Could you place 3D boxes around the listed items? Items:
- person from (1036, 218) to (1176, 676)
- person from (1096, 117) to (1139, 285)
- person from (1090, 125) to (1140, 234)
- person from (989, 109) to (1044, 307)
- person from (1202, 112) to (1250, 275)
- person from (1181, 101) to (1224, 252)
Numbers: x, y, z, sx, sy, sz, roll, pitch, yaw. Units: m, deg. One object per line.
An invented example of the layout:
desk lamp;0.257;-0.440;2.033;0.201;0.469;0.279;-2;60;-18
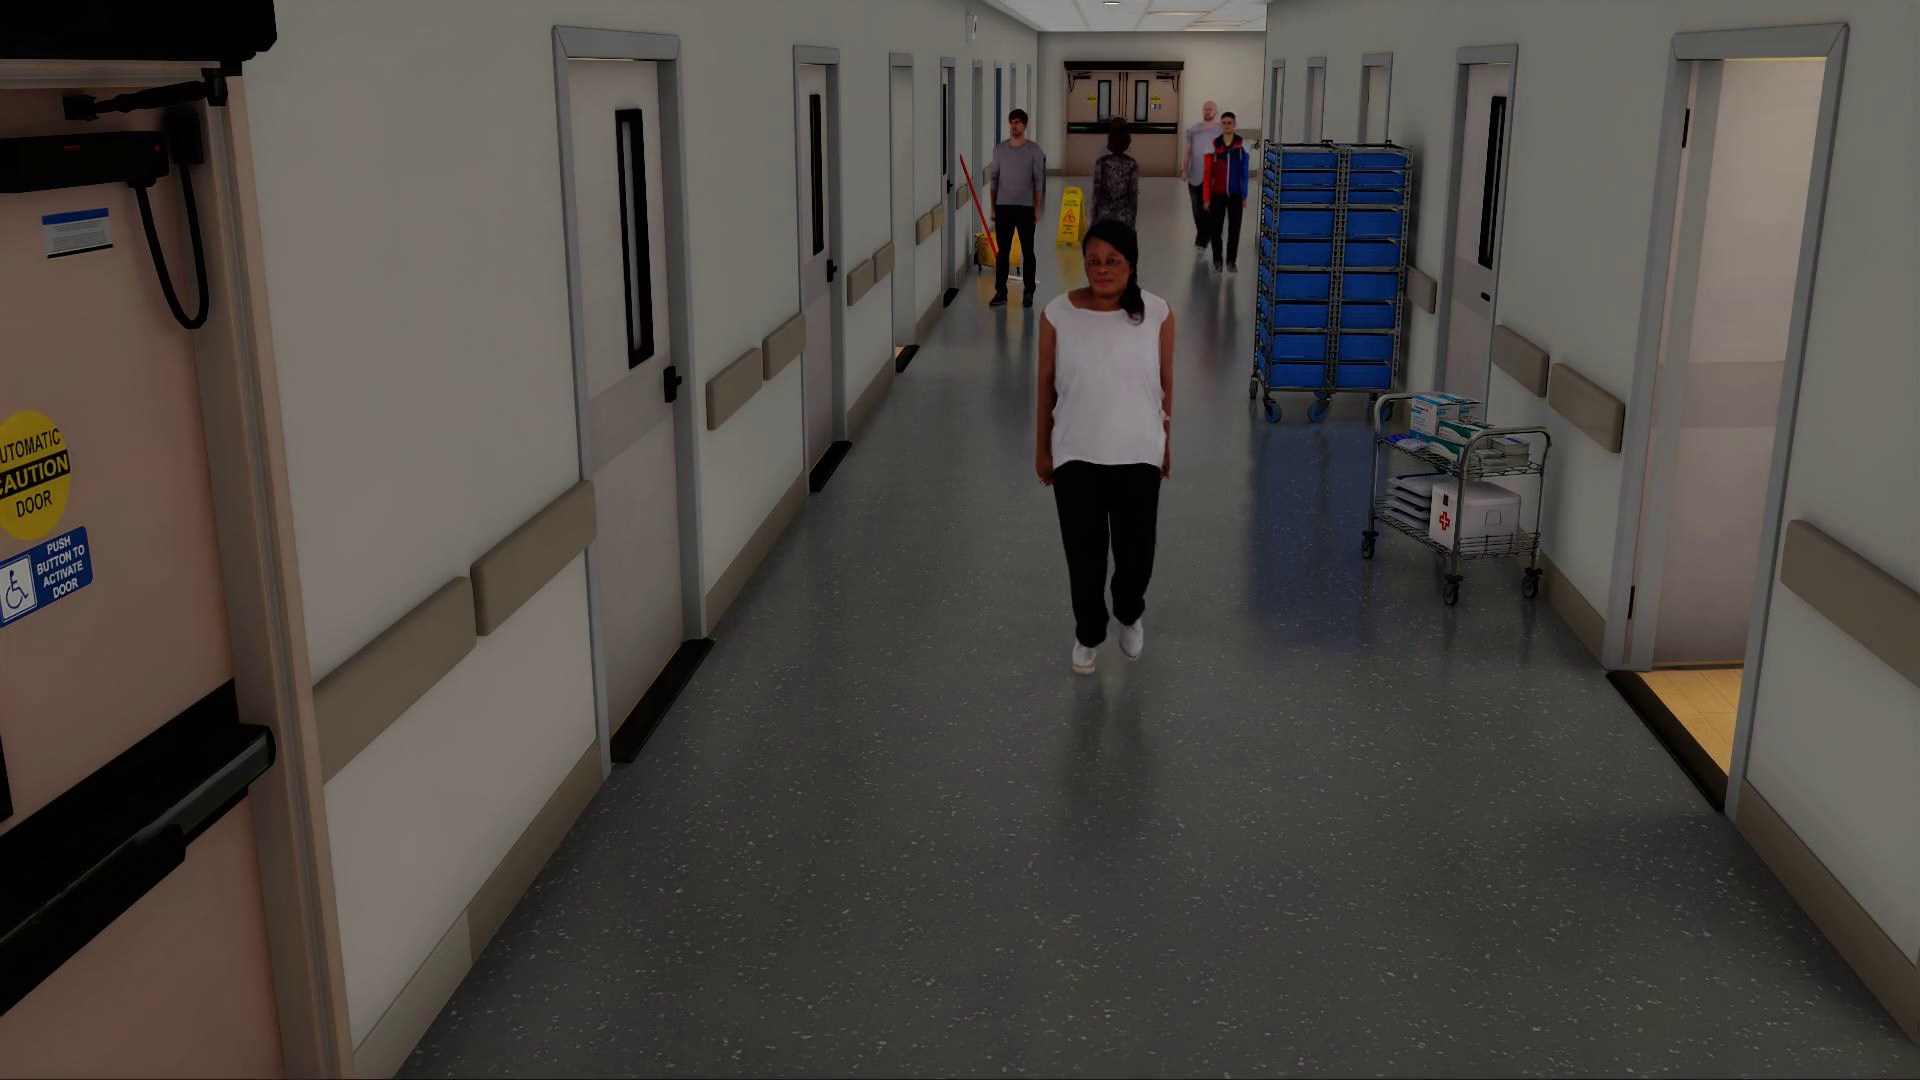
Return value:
person;0.557;-0.345;6.172;0.660;1.675;0.611;2;16;8
person;1.429;-3.129;15.923;0.901;1.742;1.090;-6;17;-20
person;1.409;-2.902;15.183;0.685;1.705;0.941;-2;16;-6
person;0.538;-3.175;15.897;0.701;1.843;0.609;5;16;16
person;2.926;-3.804;18.318;0.659;1.741;0.772;2;16;7
person;3.061;-4.523;20.785;0.886;1.787;1.314;5;17;18
